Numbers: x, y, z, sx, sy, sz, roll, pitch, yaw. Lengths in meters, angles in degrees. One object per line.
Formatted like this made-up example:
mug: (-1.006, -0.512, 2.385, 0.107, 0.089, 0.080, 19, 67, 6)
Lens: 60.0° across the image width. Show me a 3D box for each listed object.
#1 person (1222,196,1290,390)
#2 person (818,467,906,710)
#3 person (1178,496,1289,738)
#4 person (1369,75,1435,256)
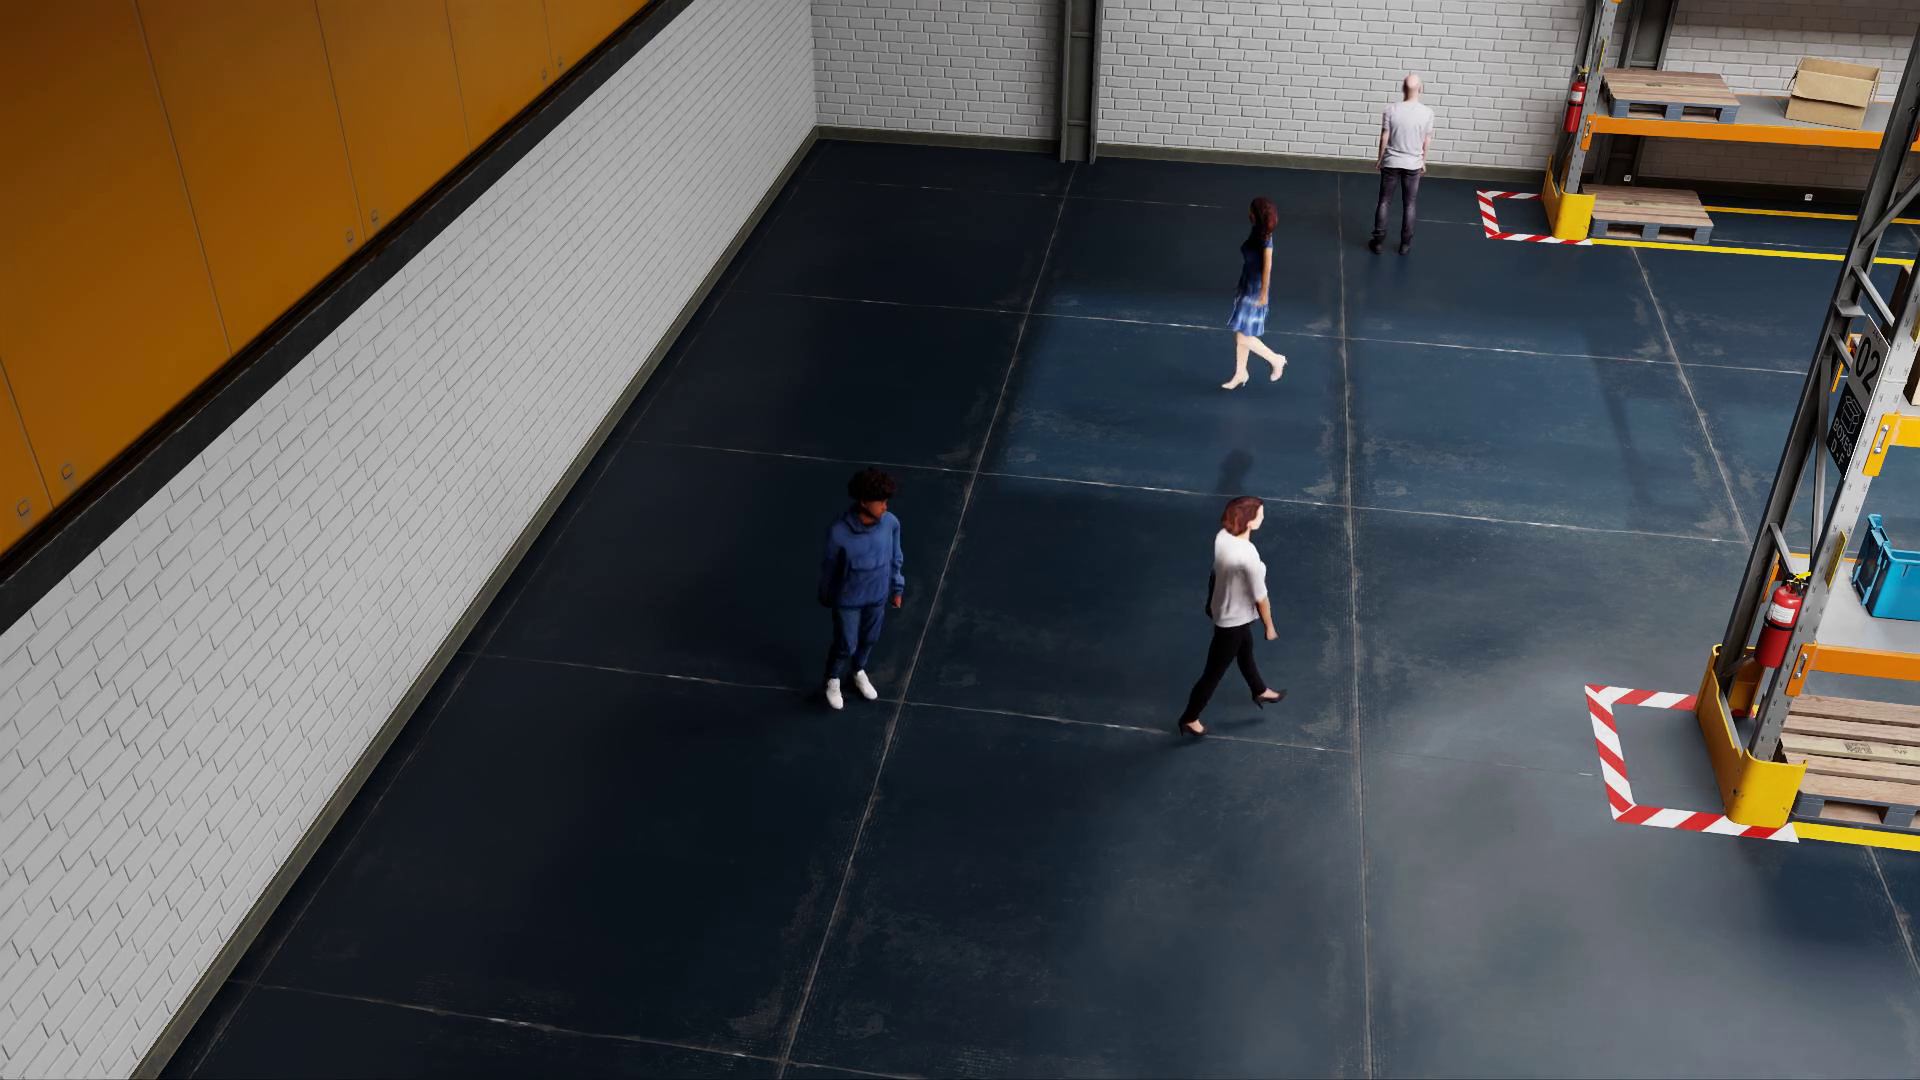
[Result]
person: (2.574, -2.078, 14.257, 0.865, 1.790, 0.726, -1, 34, -1)
person: (-0.692, 0.293, 10.700, 0.831, 1.780, 0.908, -9, 35, -13)
person: (1.595, 0.537, 10.355, 1.140, 1.756, 0.928, -9, 35, -14)
person: (4.454, -3.785, 16.786, 0.498, 1.835, 0.704, 6, 34, 8)
